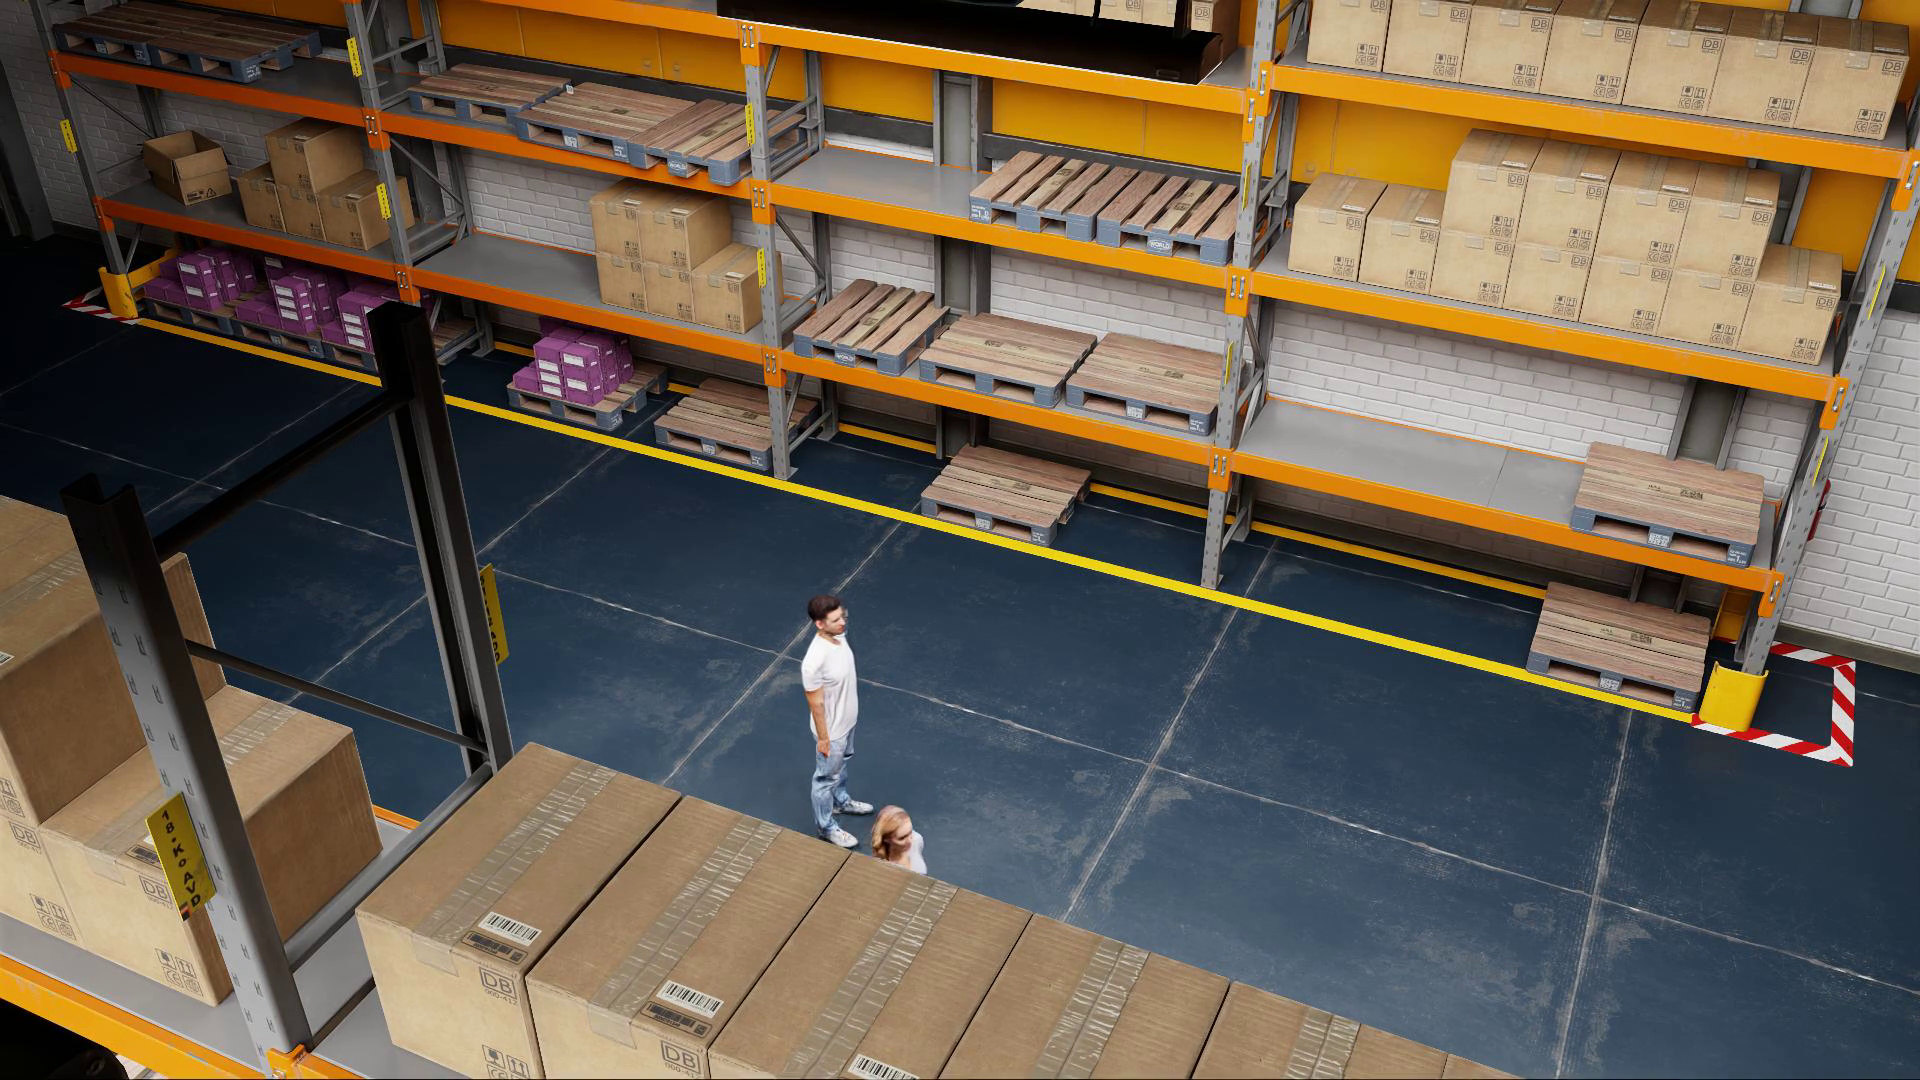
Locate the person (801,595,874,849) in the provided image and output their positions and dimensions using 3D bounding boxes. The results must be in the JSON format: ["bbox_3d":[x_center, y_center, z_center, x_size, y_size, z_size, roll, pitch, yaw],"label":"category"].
[{"bbox_3d":[-0.819,1.130,10.698,0.615,1.866,0.705,9,35,13],"label":"person"}]

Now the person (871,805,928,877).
[{"bbox_3d":[-0.406,2.128,9.272,0.993,1.783,0.684,20,39,27],"label":"person"}]
